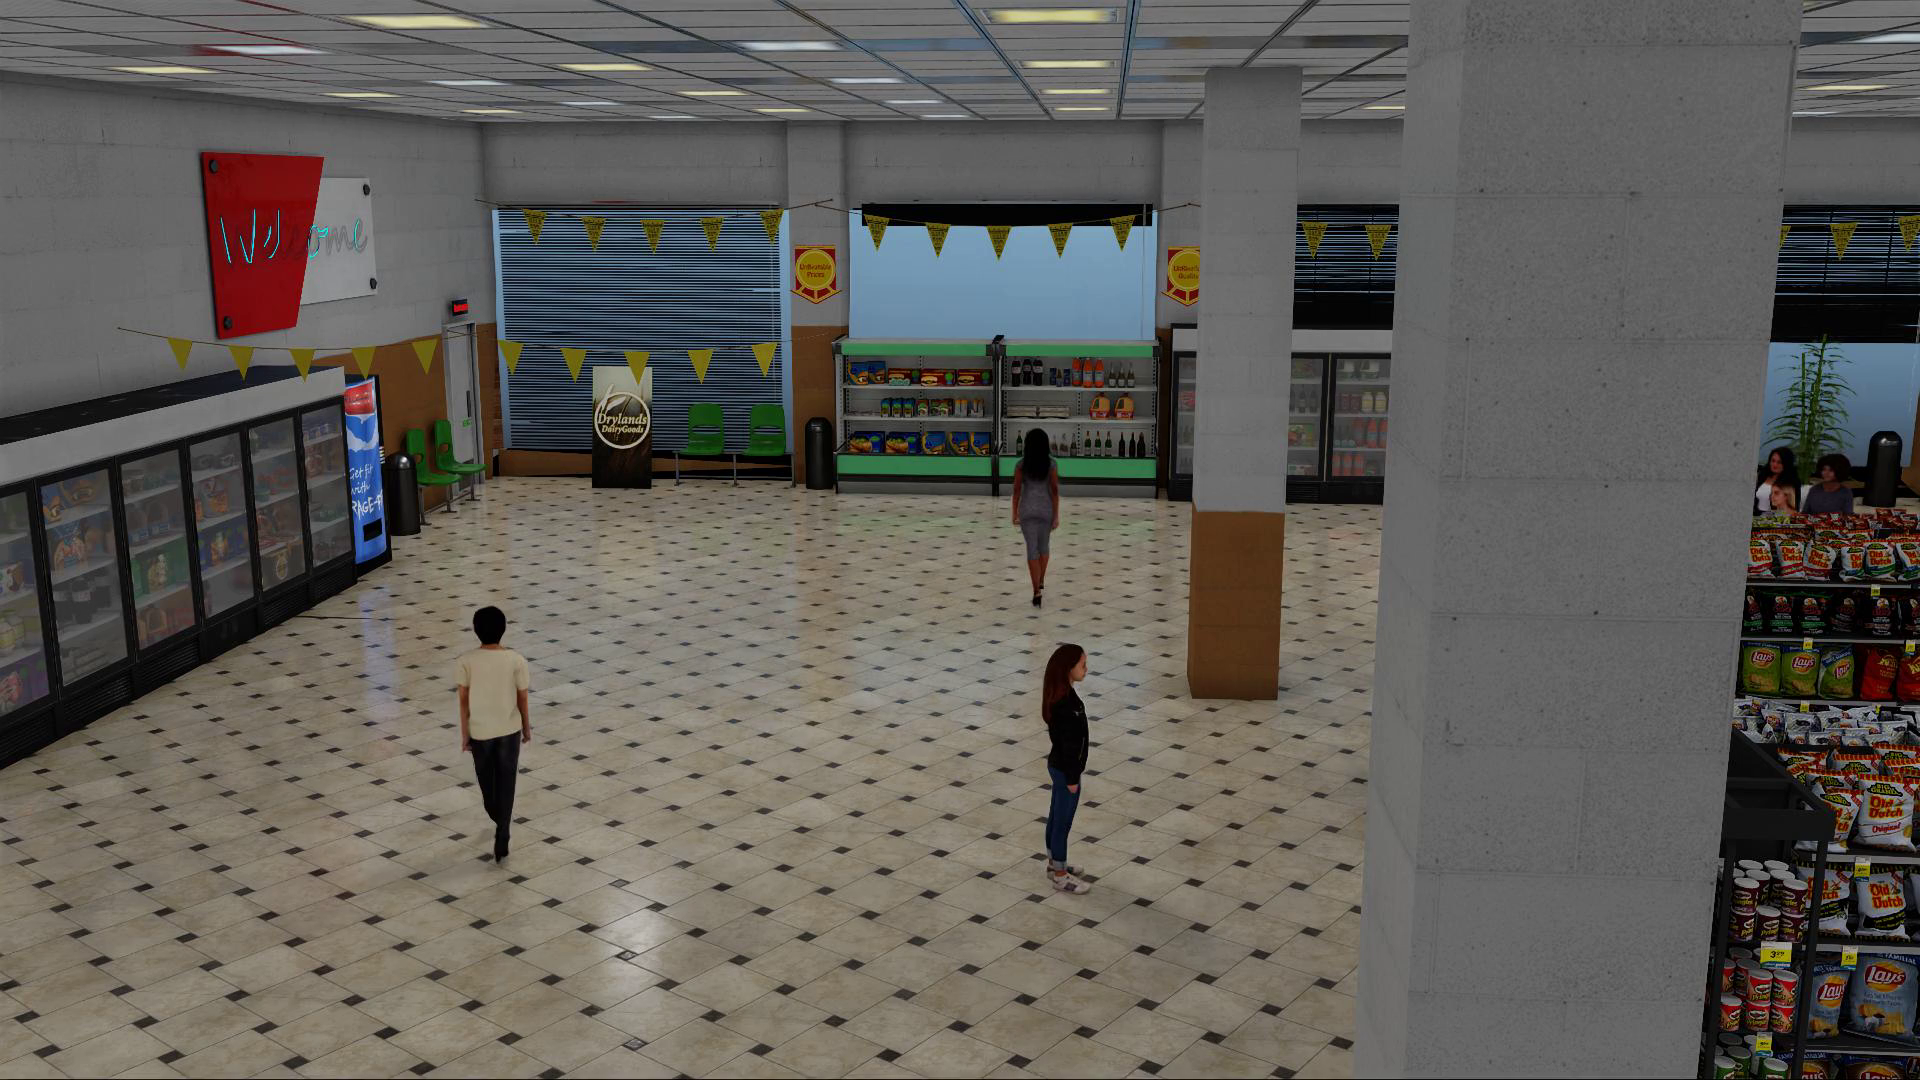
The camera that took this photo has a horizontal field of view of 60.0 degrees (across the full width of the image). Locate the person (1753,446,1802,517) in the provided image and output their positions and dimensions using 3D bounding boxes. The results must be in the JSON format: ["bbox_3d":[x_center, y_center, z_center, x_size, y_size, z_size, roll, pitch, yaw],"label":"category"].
[{"bbox_3d":[8.138,-0.146,16.580,0.836,1.605,0.791,-8,14,-34],"label":"person"}]

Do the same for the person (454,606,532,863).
[{"bbox_3d":[-2.862,1.219,10.220,0.979,1.555,0.825,-2,12,-10],"label":"person"}]

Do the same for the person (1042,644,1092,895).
[{"bbox_3d":[0.618,1.332,9.855,0.552,1.485,0.594,-1,12,-5],"label":"person"}]

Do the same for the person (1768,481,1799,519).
[{"bbox_3d":[7.191,0.286,14.500,0.728,1.617,0.699,-4,13,-20],"label":"person"}]

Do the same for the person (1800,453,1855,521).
[{"bbox_3d":[8.101,0.047,15.513,1.170,1.666,1.045,-8,14,-34],"label":"person"}]

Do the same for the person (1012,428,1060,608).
[{"bbox_3d":[0.770,-0.198,16.453,0.906,1.760,0.771,-1,12,-5],"label":"person"}]
